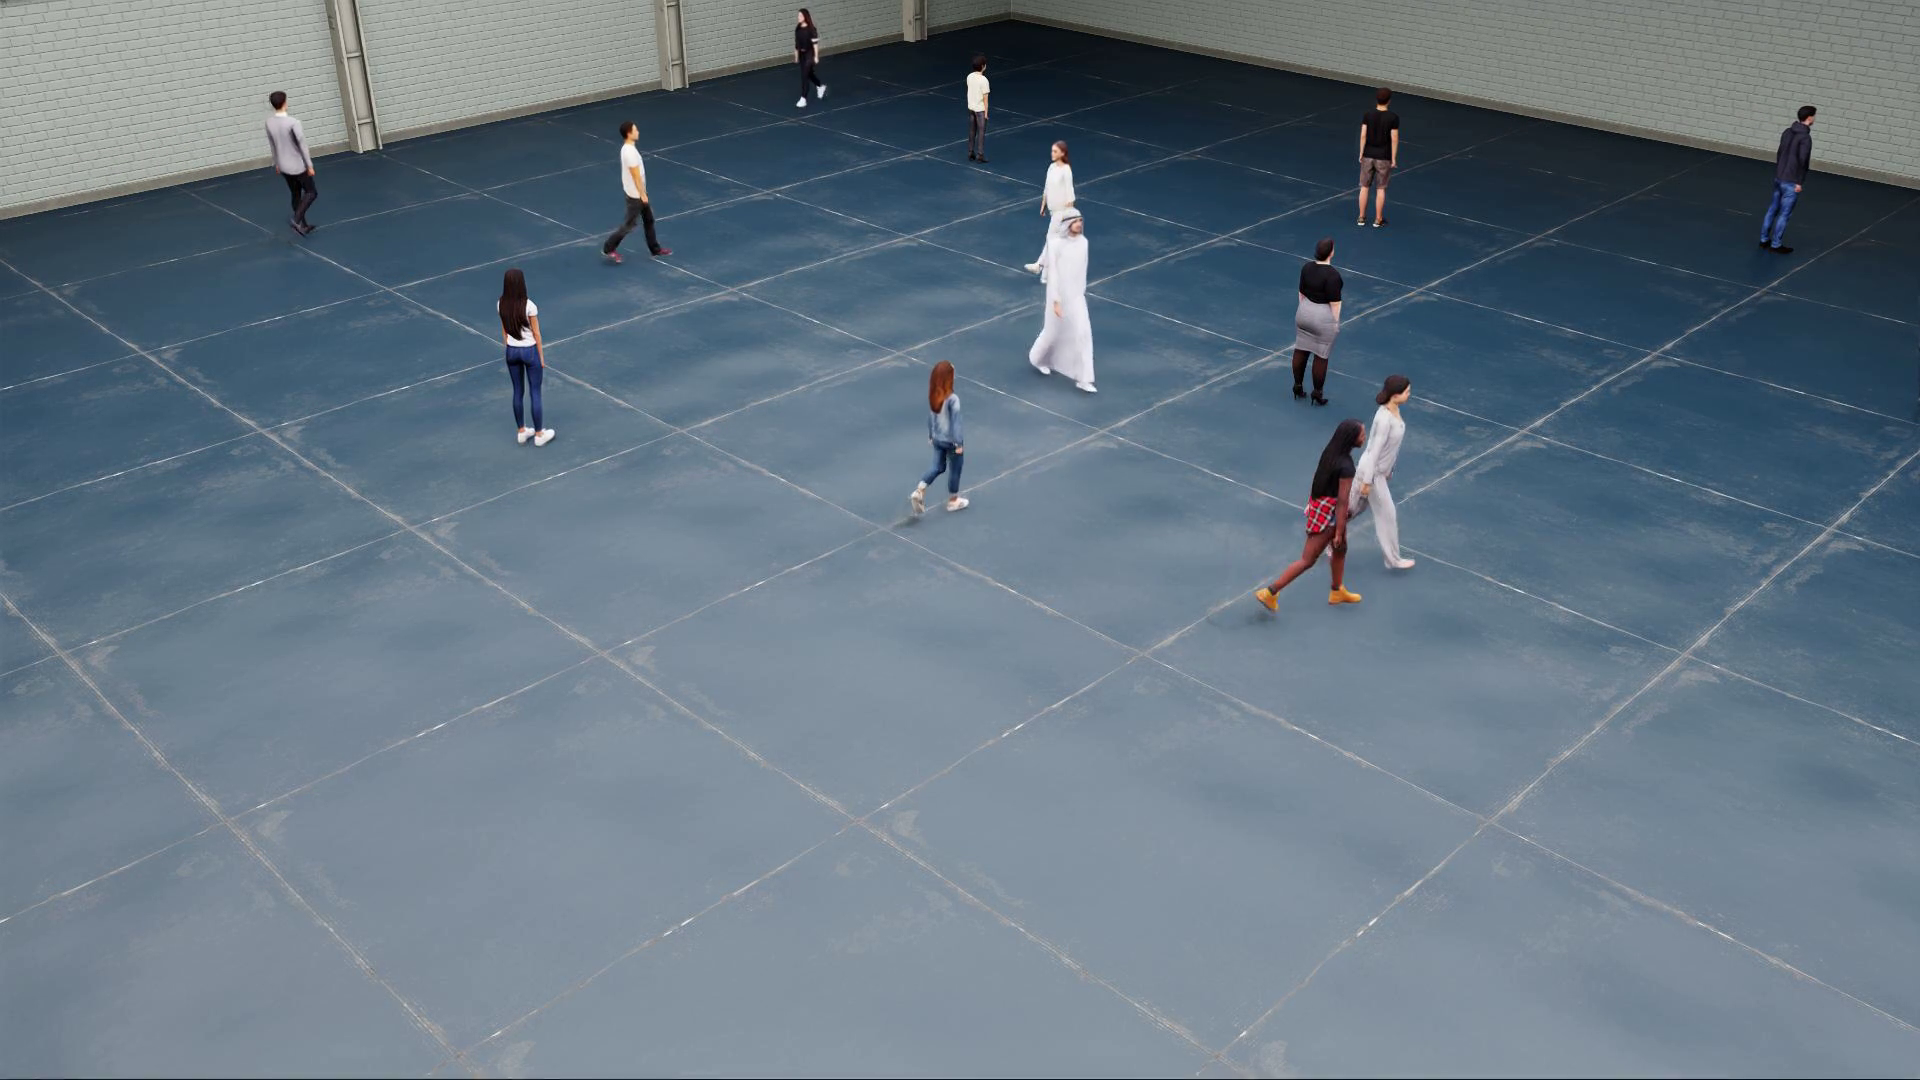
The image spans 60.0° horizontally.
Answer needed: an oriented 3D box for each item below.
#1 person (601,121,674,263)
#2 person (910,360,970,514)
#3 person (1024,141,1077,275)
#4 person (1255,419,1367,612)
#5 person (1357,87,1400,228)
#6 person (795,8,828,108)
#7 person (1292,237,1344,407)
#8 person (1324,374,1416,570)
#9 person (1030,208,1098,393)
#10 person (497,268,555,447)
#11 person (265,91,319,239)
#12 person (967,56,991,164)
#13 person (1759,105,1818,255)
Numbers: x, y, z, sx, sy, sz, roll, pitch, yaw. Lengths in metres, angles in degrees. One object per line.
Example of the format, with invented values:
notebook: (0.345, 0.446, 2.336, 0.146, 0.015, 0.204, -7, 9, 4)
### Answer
person: (-4.192, -4.356, 20.995, 1.228, 1.772, 1.062, -5, 28, -9)
person: (-0.176, -0.880, 14.797, 0.849, 1.464, 0.608, -21, 35, -34)
person: (1.298, -4.120, 20.685, 1.127, 1.647, 0.824, -14, 31, -25)
person: (2.819, -0.147, 13.197, 1.235, 1.674, 1.084, -4, 28, -7)
person: (5.614, -5.166, 22.422, 0.736, 1.861, 0.697, 14, 31, 24)
person: (-2.577, -8.304, 28.581, 0.761, 1.610, 1.133, 18, 33, 30)
person: (3.657, -2.246, 17.045, 0.645, 1.761, 0.694, -20, 34, -33)
person: (3.362, -0.568, 13.927, 1.029, 1.730, 1.166, 12, 30, 21)
person: (1.051, -2.551, 17.486, 1.278, 1.885, 0.999, -14, 31, -24)
person: (-4.250, -1.779, 16.155, 0.650, 1.774, 0.649, 8, 29, 15)
person: (-8.832, -4.910, 21.889, 0.944, 1.911, 1.026, 10, 30, 19)
person: (0.269, -6.569, 25.351, 0.470, 1.584, 0.581, -24, 36, -38)
person: (10.671, -4.654, 21.428, 0.783, 1.892, 0.759, -4, 28, -8)
